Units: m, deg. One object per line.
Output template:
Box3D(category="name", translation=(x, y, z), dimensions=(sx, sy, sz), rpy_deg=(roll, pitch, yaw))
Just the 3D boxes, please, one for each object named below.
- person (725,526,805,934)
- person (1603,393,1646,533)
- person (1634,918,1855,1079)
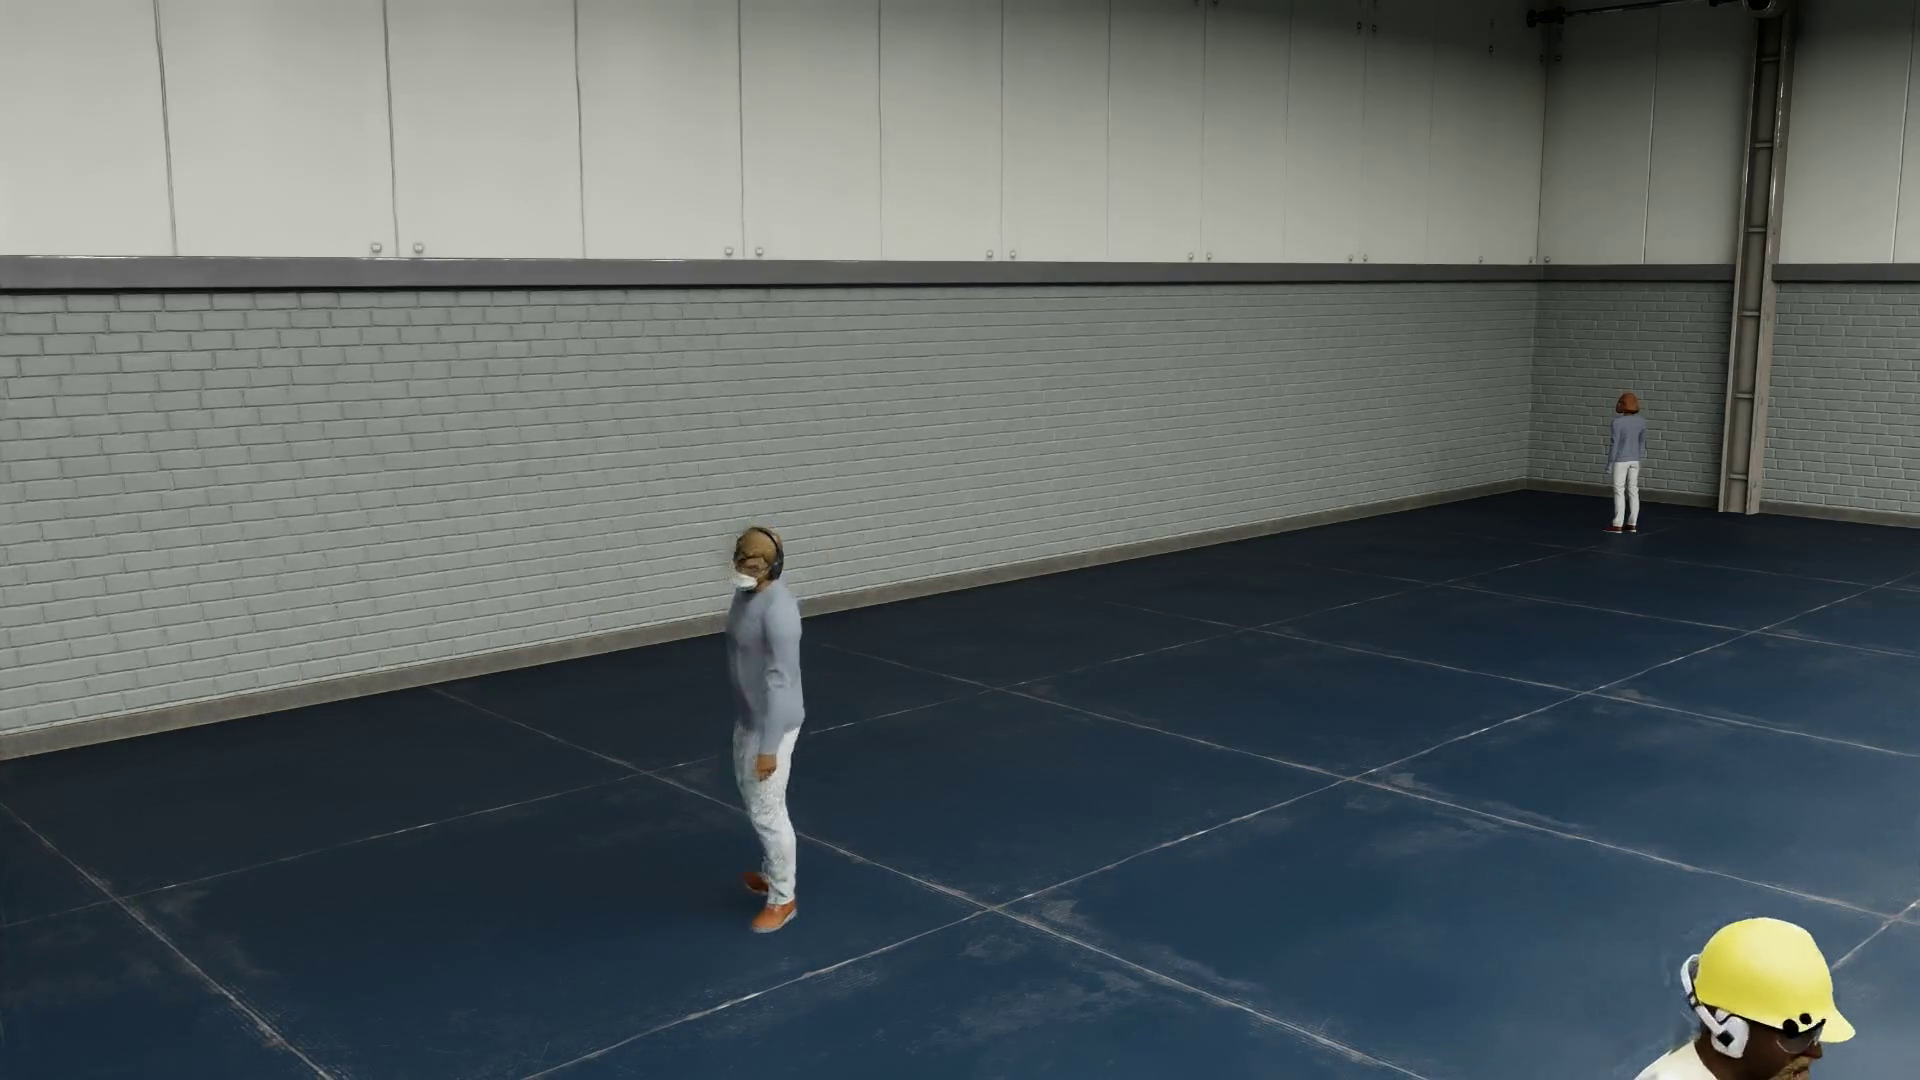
Box3D(category="person", translation=(-0.908, 0.857, 7.704), dimensions=(0.347, 1.908, 0.765), rpy_deg=(-3, 10, -20))
Box3D(category="person", translation=(7.752, -0.896, 19.388), dimensions=(0.507, 1.632, 0.275), rpy_deg=(-4, 10, -22))
Box3D(category="person", translation=(1.566, 1.625, 3.231), dimensions=(0.619, 1.794, 0.848), rpy_deg=(-8, 12, -41))
